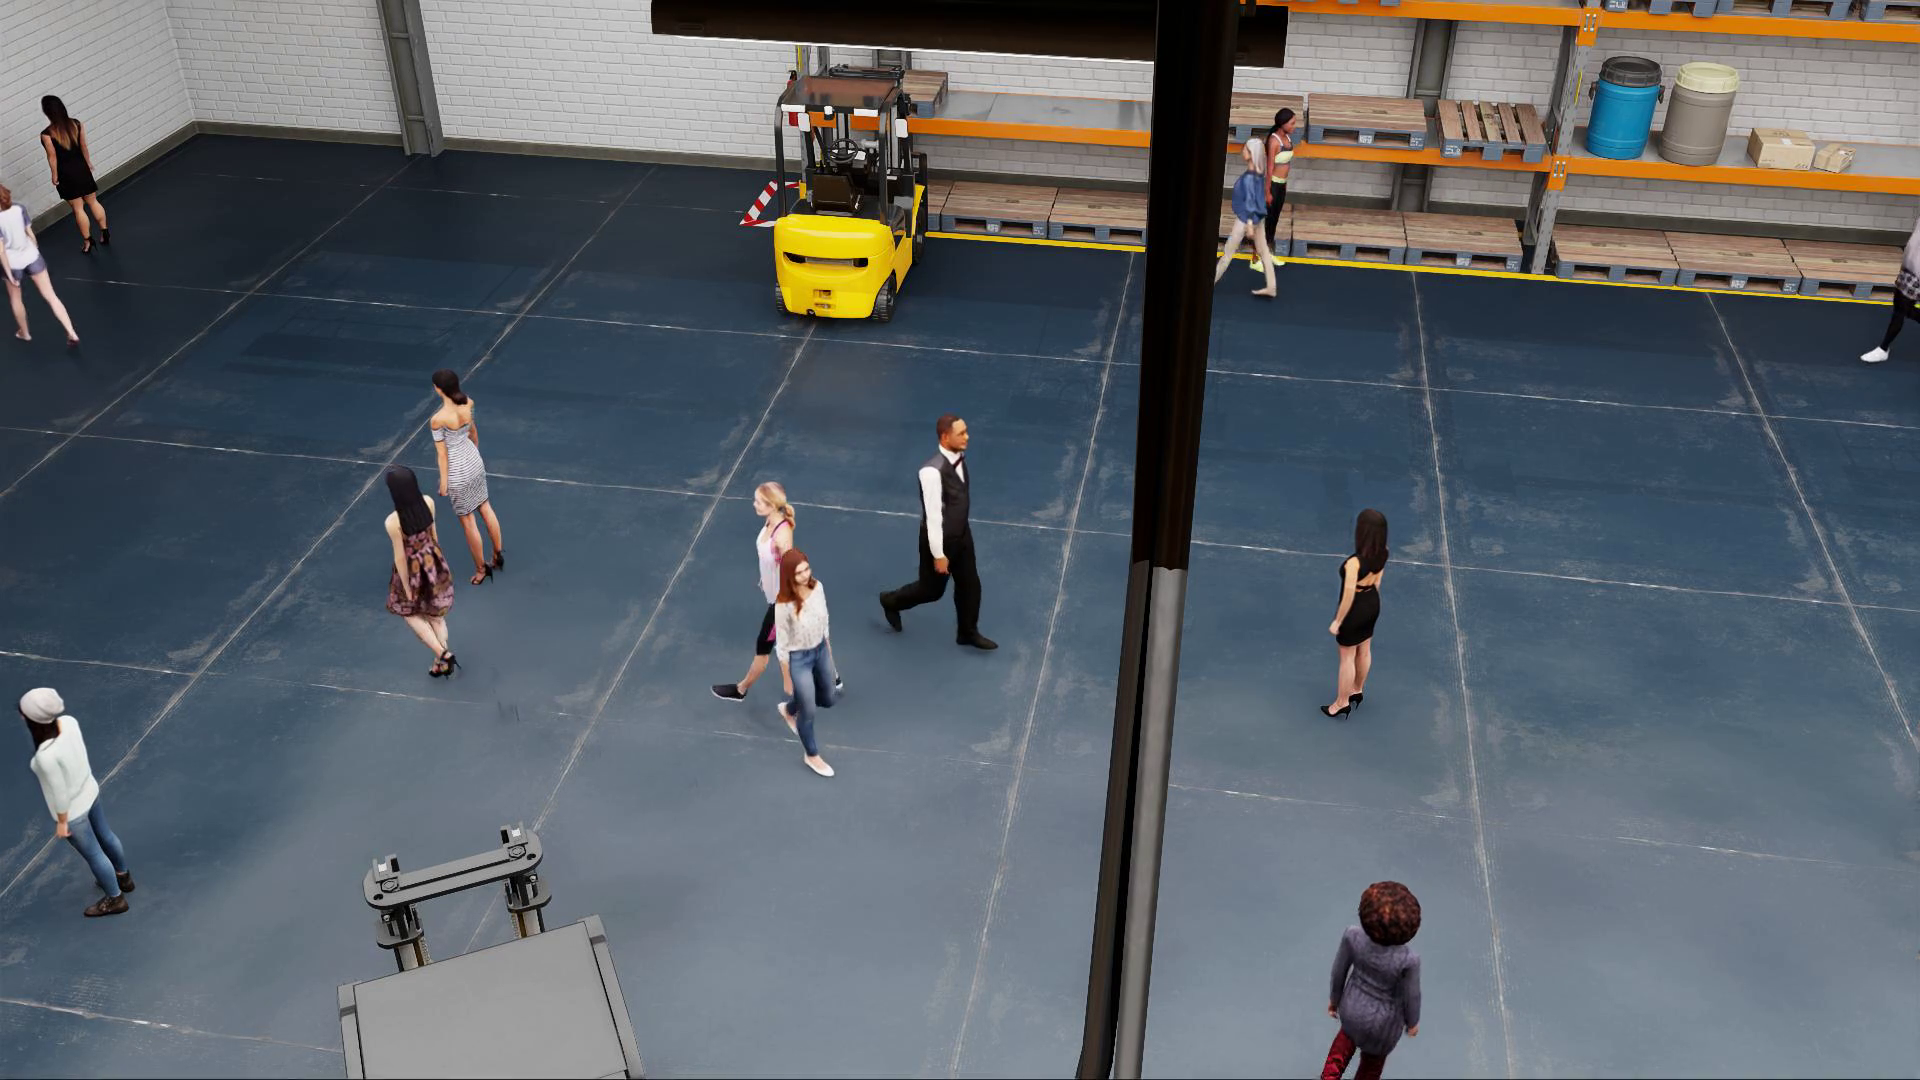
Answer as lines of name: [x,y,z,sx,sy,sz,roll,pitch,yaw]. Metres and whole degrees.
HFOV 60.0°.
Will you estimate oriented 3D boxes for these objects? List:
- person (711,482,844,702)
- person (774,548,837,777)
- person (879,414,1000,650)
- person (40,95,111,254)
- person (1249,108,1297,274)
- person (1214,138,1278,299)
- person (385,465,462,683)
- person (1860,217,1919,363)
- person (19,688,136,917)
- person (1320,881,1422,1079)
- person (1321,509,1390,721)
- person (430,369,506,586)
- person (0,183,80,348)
person: [-1.091,0.373,11.363,1.232,1.736,0.913,-7,34,-10]
person: [-1.054,0.753,10.808,0.930,1.718,0.822,28,42,35]
person: [-0.192,-0.031,11.862,1.255,1.856,0.947,17,37,23]
person: [-9.510,-3.931,17.851,0.693,1.721,0.718,15,37,22]
person: [3.275,-3.682,17.447,0.657,1.754,0.638,24,41,32]
person: [3.021,-3.203,16.826,1.191,1.645,0.868,17,37,24]
person: [-3.662,0.277,11.483,0.875,1.763,0.796,21,39,28]
person: [9.060,-2.449,15.598,1.082,1.748,0.807,-2,34,-3]
person: [-5.173,1.517,9.725,0.587,1.645,0.618,-3,34,-4]
person: [2.019,2.418,8.320,0.776,1.700,0.821,25,41,33]
person: [2.695,0.506,11.241,0.616,1.650,0.659,-25,41,-32]
person: [-3.731,-0.479,12.567,0.619,1.822,0.659,15,37,22]
person: [-8.894,-2.618,15.865,1.158,1.733,0.945,25,41,32]
